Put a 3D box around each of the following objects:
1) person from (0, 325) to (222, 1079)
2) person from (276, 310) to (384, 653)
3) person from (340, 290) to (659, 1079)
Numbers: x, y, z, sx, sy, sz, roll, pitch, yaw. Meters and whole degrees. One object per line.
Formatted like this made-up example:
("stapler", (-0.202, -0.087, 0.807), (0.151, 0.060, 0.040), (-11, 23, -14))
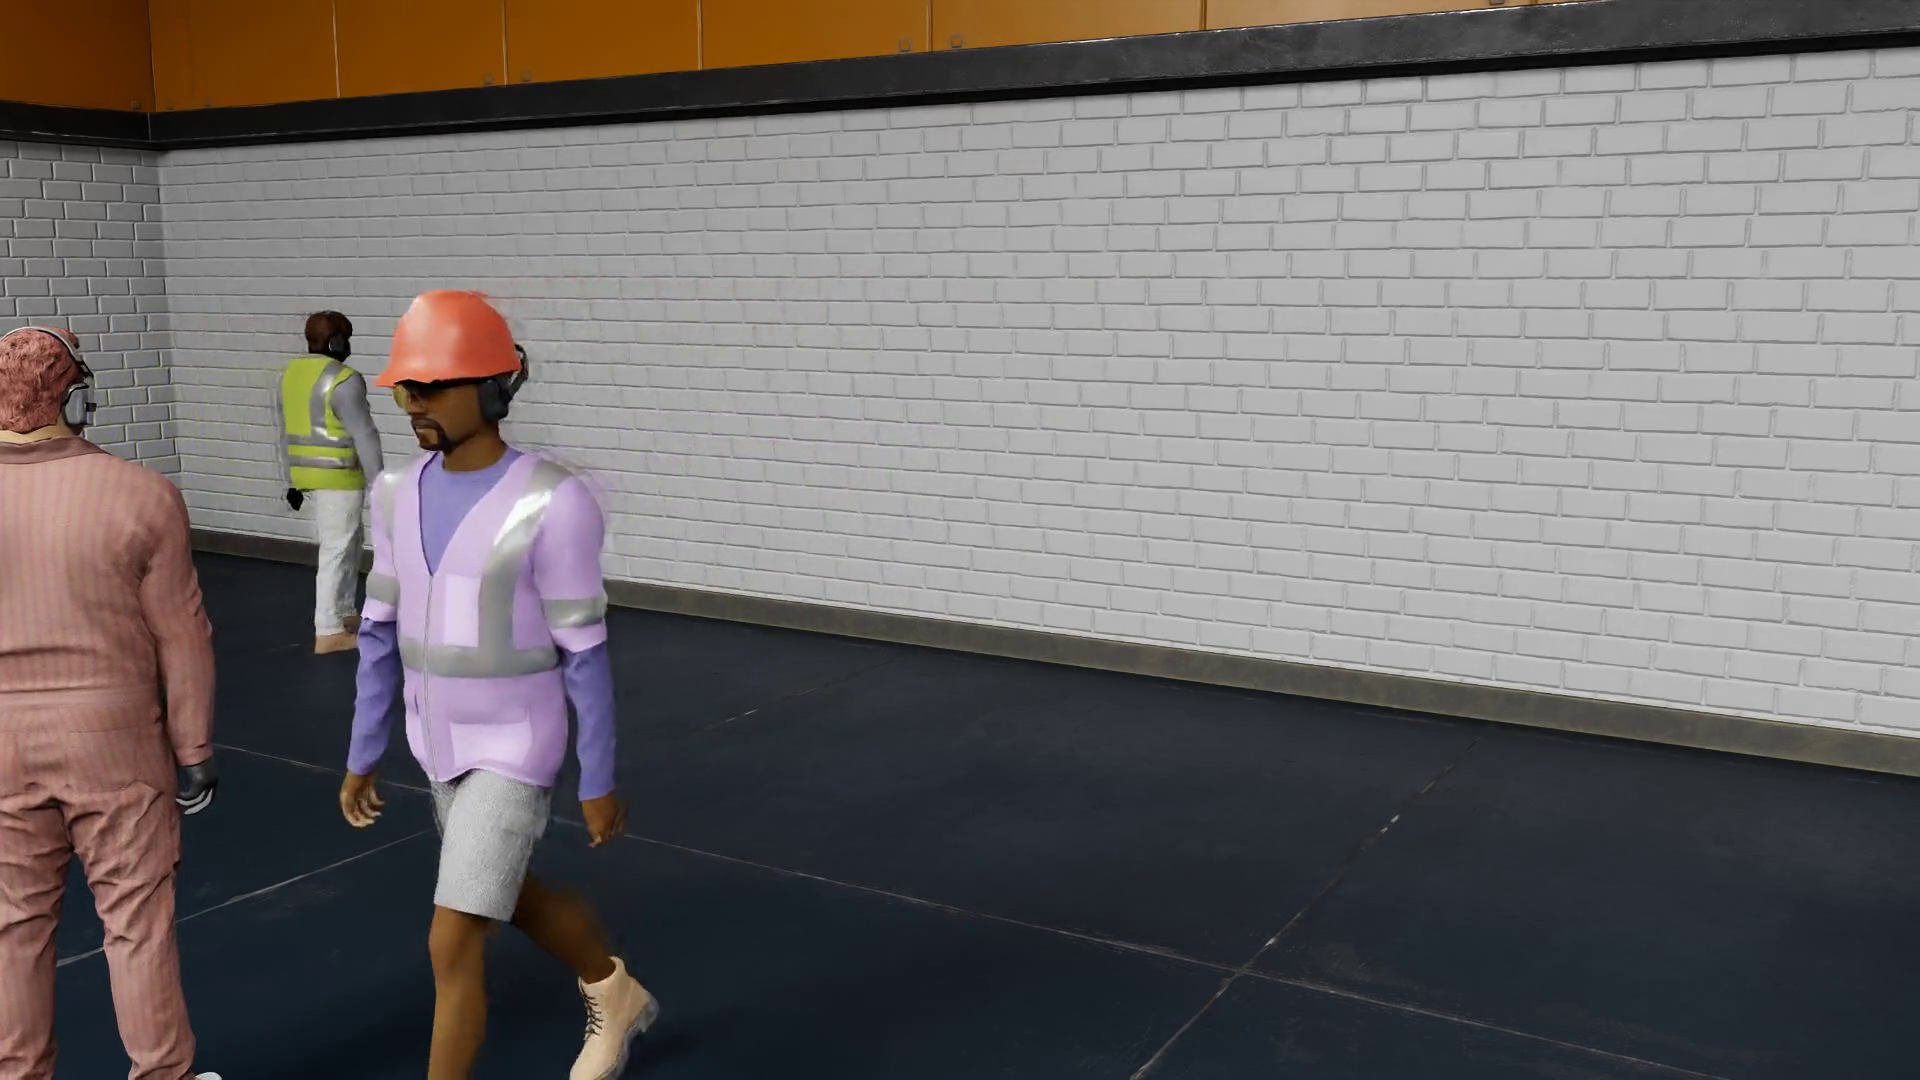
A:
("person", (-2.038, 0.469, 3.813), (0.652, 1.906, 0.409), (-2, 9, -12))
("person", (-3.300, -0.317, 8.979), (0.633, 1.825, 0.612), (8, 12, 40))
("person", (-1.036, 0.439, 3.748), (0.623, 2.002, 1.053), (6, 11, 32))
